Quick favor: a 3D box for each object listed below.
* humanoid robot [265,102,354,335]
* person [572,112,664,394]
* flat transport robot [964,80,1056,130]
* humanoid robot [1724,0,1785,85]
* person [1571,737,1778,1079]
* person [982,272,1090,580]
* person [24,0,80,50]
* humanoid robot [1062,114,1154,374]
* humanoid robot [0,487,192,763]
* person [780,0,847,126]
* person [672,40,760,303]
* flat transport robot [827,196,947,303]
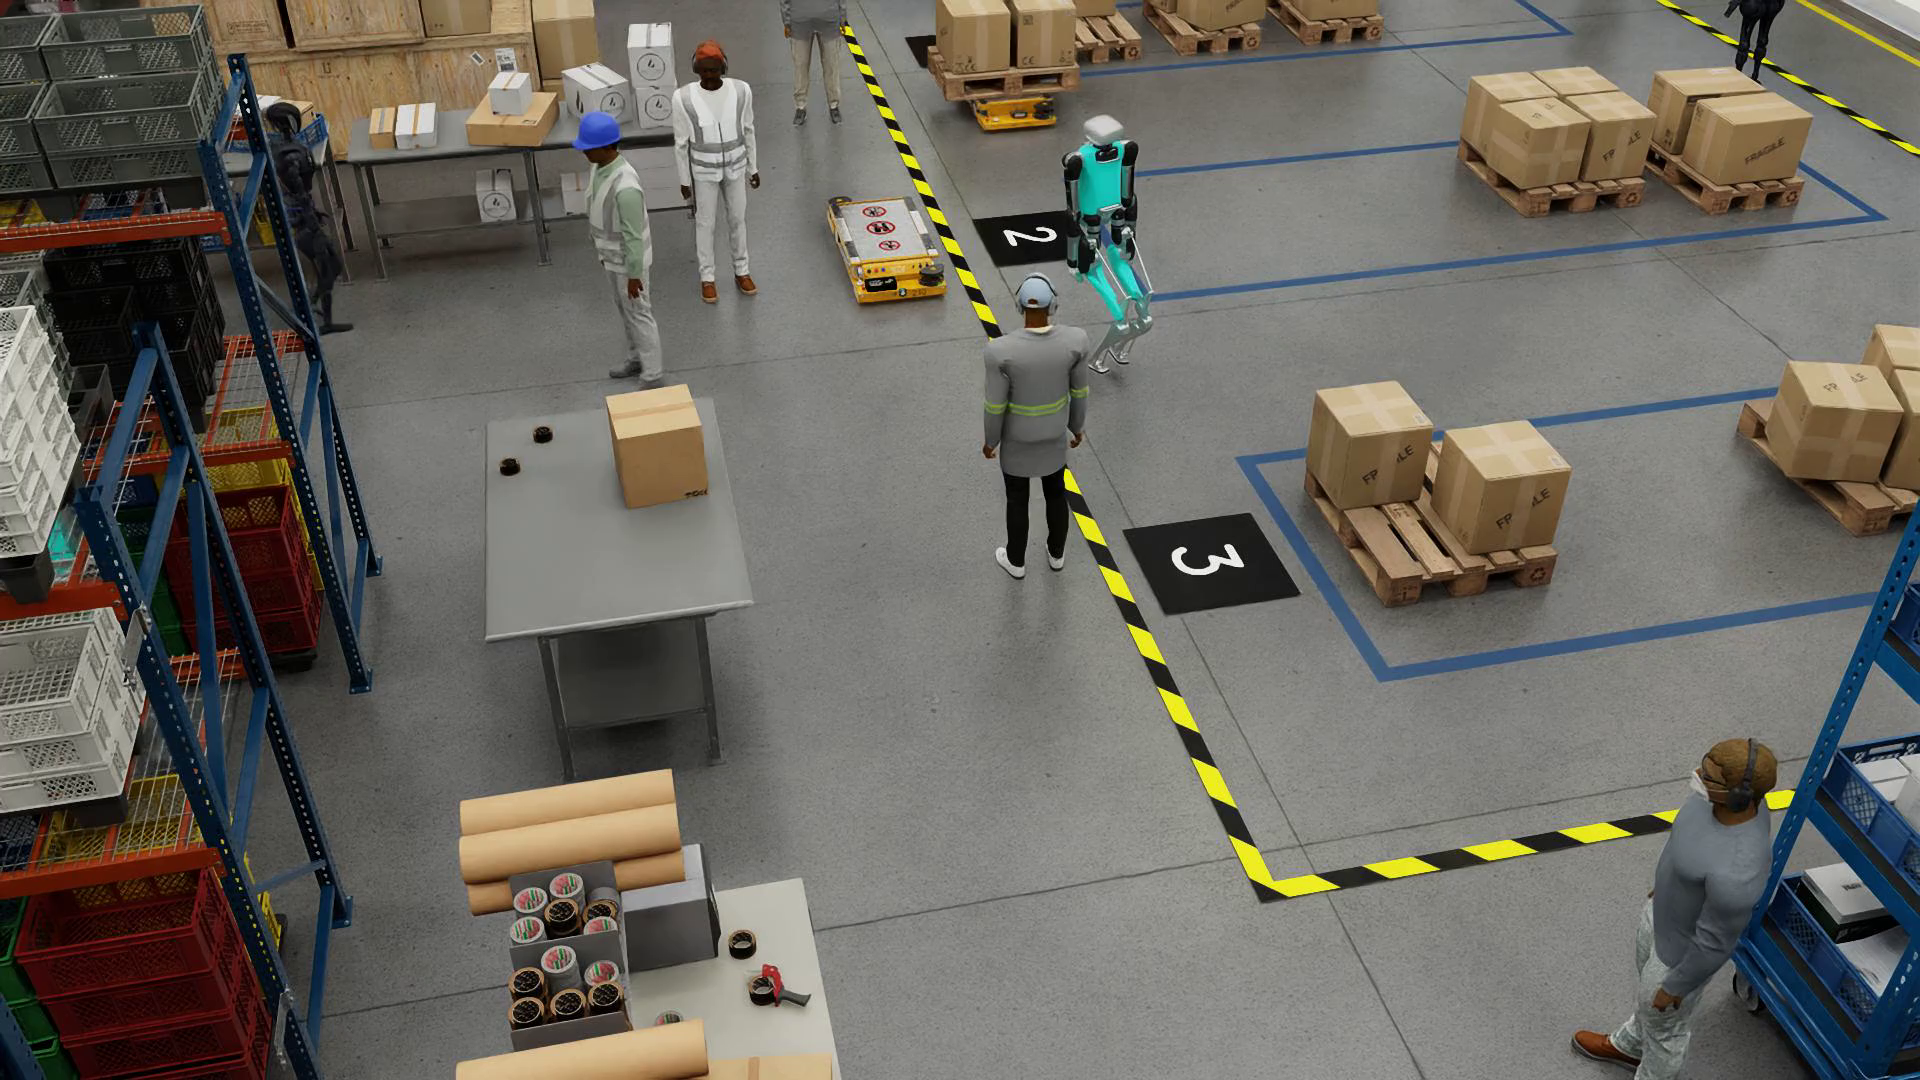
[{"bbox_3d":[-4.447,-2.165,11.280,0.374,1.642,0.601,-14,39,-18],"label":"humanoid robot"},{"bbox_3d":[-2.160,-1.808,10.587,0.414,1.940,0.606,-17,40,-22],"label":"person"},{"bbox_3d":[0.370,-4.080,15.014,0.652,0.197,1.431,-8,37,-10],"label":"flat transport robot"},{"bbox_3d":[7.197,-4.892,14.938,0.599,1.655,0.315,-15,39,-19],"label":"humanoid robot"},{"bbox_3d":[2.673,1.467,6.184,0.373,1.940,0.630,10,38,13],"label":"person"},{"bbox_3d":[0.396,-0.616,9.056,0.597,1.849,0.388,-10,38,-13],"label":"person"},{"bbox_3d":[-7.787,-4.528,14.341,0.603,1.822,0.499,28,45,33],"label":"person"},{"bbox_3d":[1.009,-1.819,10.652,0.533,1.681,0.735,-19,41,-23],"label":"humanoid robot"},{"bbox_3d":[-3.984,0.428,7.744,0.931,1.739,0.530,8,37,11],"label":"humanoid robot"},{"bbox_3d":[-1.248,-4.439,14.262,0.573,1.767,0.397,-4,37,-5],"label":"person"},{"bbox_3d":[-1.692,-2.582,11.670,0.583,1.881,0.337,-14,39,-18],"label":"person"},{"bbox_3d":[-0.570,-2.220,12.538,0.659,0.231,1.431,-8,37,-10],"label":"flat transport robot"}]
